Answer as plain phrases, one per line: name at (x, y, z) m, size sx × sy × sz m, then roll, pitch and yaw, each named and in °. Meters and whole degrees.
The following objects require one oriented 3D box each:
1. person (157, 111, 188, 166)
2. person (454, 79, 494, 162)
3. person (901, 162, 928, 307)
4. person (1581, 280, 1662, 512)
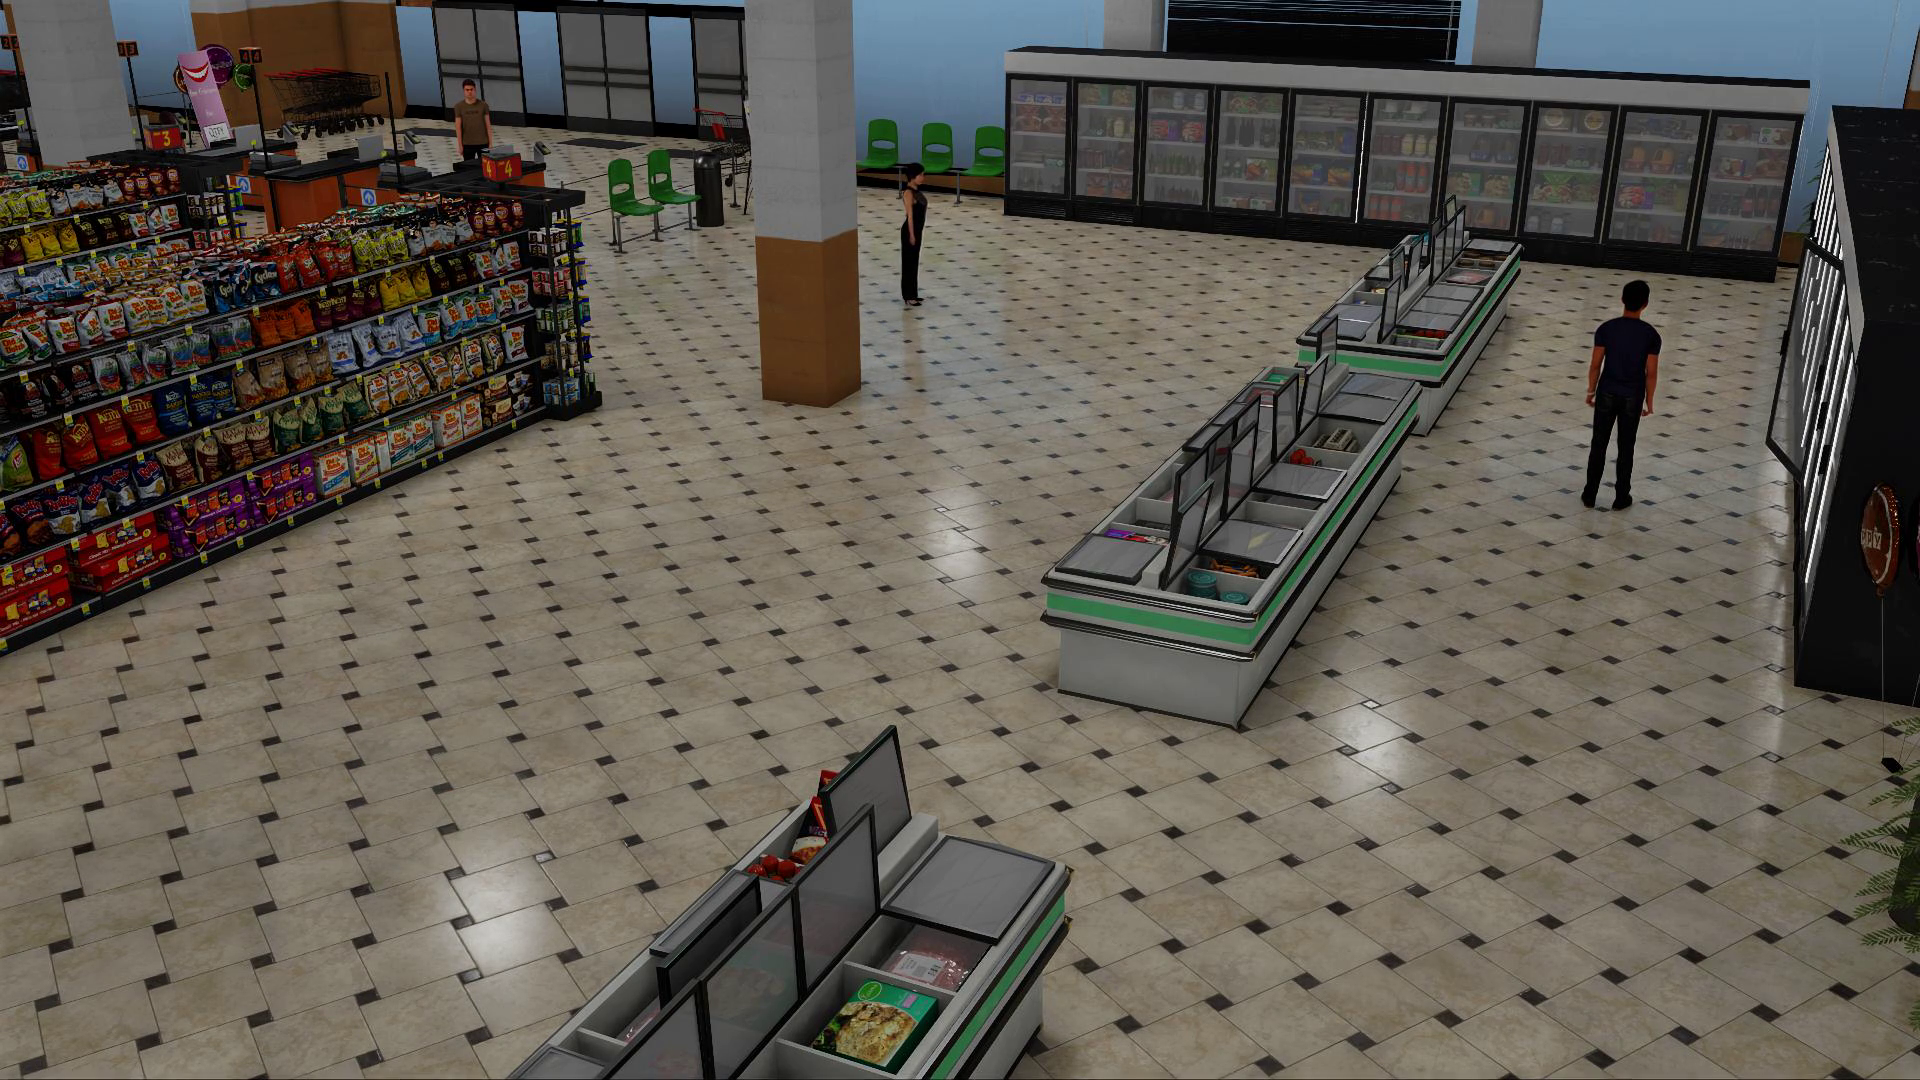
person at (-10.174, -4.653, 21.598) m, size 0.631 × 1.794 × 0.537 m, roll 9°, pitch 24°, yaw 22°
person at (-7.112, -5.815, 24.414) m, size 0.731 × 1.851 × 0.808 m, roll -9°, pitch 24°, yaw -22°
person at (-0.552, -3.495, 18.969) m, size 0.693 × 1.606 × 0.543 m, roll 3°, pitch 22°, yaw 8°
person at (5.066, -1.109, 12.782) m, size 0.645 × 1.791 × 0.491 m, roll 10°, pitch 24°, yaw 23°
